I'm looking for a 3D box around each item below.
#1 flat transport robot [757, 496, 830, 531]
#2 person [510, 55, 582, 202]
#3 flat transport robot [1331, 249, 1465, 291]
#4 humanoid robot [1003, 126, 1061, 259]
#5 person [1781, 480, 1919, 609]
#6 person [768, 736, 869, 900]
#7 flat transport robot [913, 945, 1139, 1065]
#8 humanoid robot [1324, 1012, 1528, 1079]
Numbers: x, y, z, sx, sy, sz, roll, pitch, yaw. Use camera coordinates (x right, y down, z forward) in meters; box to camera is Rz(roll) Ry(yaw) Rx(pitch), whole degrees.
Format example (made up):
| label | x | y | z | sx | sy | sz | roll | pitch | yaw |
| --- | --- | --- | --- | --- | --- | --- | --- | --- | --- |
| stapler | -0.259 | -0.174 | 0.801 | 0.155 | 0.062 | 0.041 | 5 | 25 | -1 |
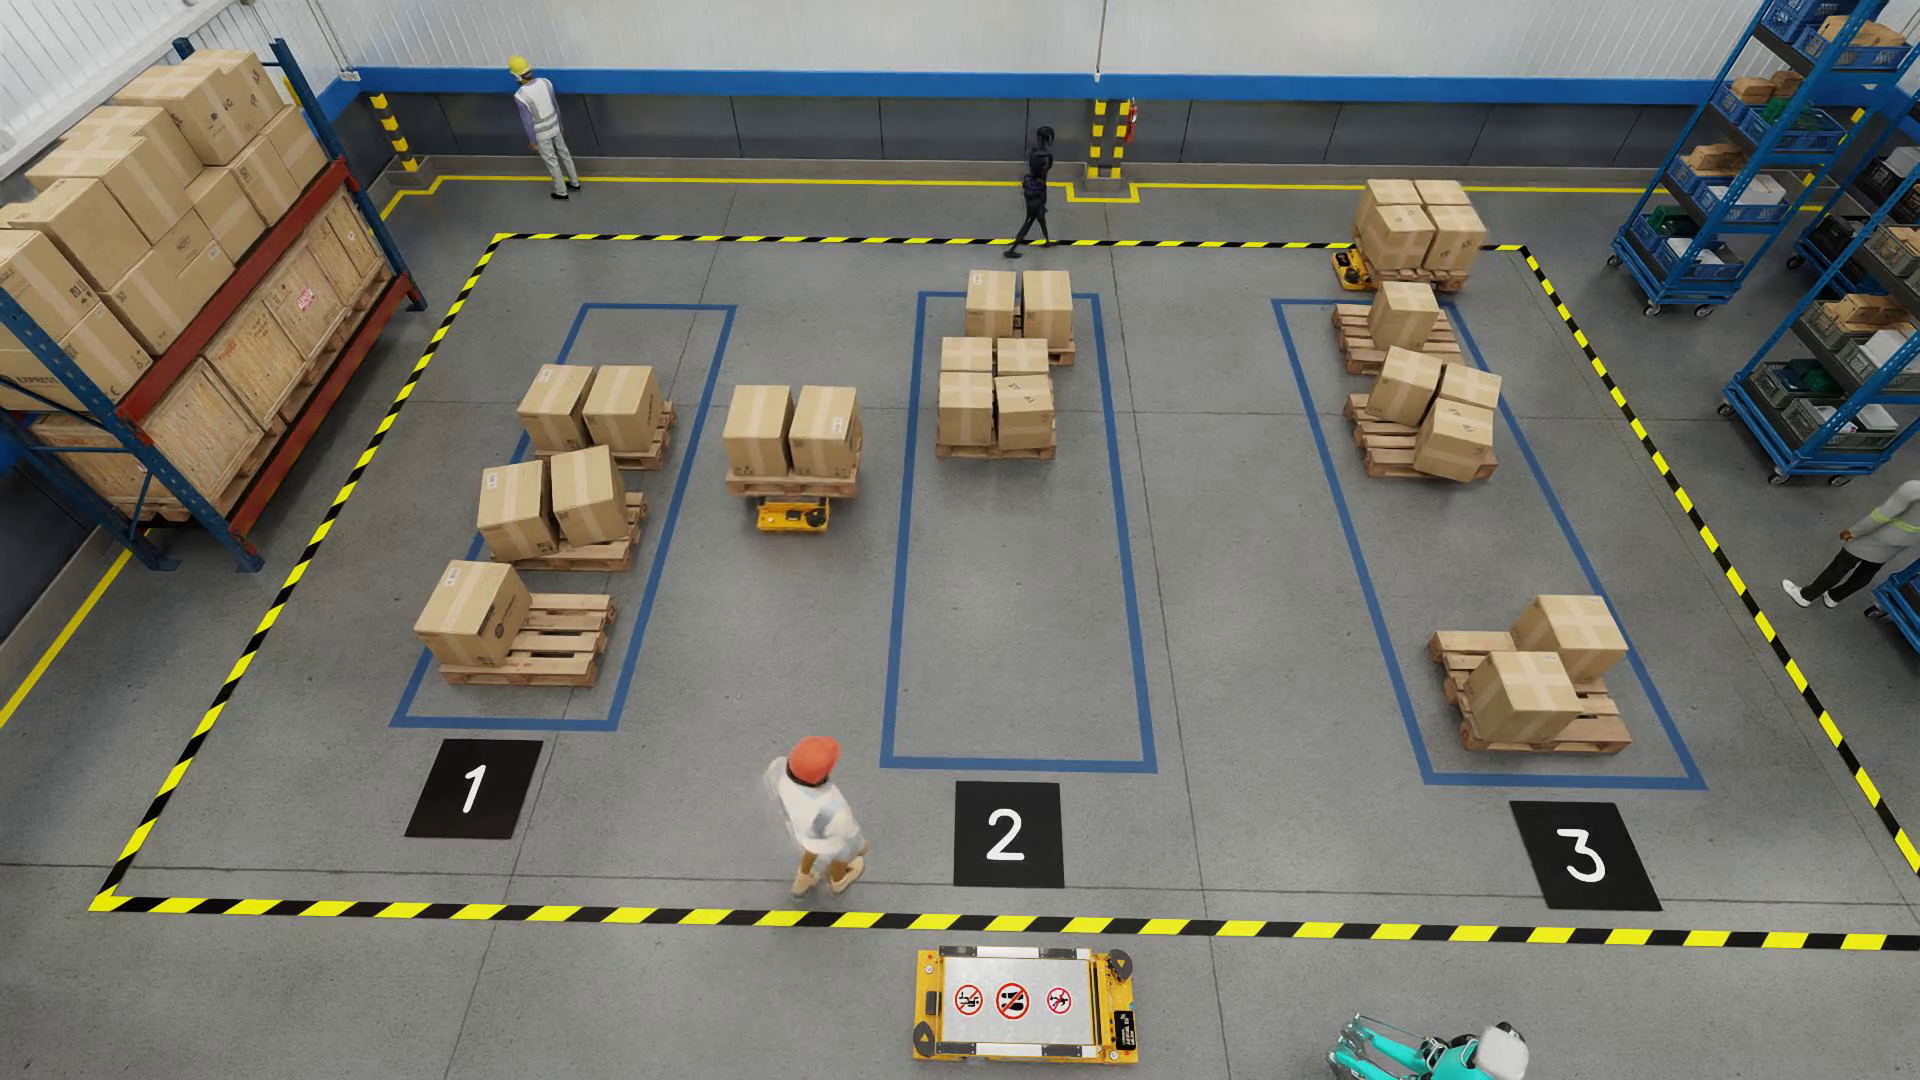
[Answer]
| label | x | y | z | sx | sy | sz | roll | pitch | yaw |
| --- | --- | --- | --- | --- | --- | --- | --- | --- | --- |
| flat transport robot | -1.572 | -0.695 | 9.034 | 0.652 | 0.197 | 1.431 | 1 | 51 | 1 |
| person | -5.344 | -5.268 | 11.772 | 0.403 | 1.831 | 0.586 | 21 | 54 | 16 |
| flat transport robot | 5.348 | -3.323 | 11.177 | 1.431 | 0.197 | 0.652 | 1 | 51 | 1 |
| humanoid robot | 0.918 | -4.161 | 10.998 | 0.784 | 1.621 | 0.613 | -8 | 51 | -6 |
| person | 7.620 | -0.071 | 7.522 | 0.588 | 1.852 | 0.369 | 4 | 51 | 3 |
| person | -0.892 | 1.830 | 5.862 | 0.614 | 2.029 | 0.488 | 33 | 58 | 24 |
| flat transport robot | 0.422 | 3.041 | 6.007 | 1.431 | 0.231 | 0.659 | 1 | 51 | 1 |
| humanoid robot | 2.450 | 2.864 | 5.114 | 0.533 | 1.681 | 0.735 | -36 | 59 | -26 |
